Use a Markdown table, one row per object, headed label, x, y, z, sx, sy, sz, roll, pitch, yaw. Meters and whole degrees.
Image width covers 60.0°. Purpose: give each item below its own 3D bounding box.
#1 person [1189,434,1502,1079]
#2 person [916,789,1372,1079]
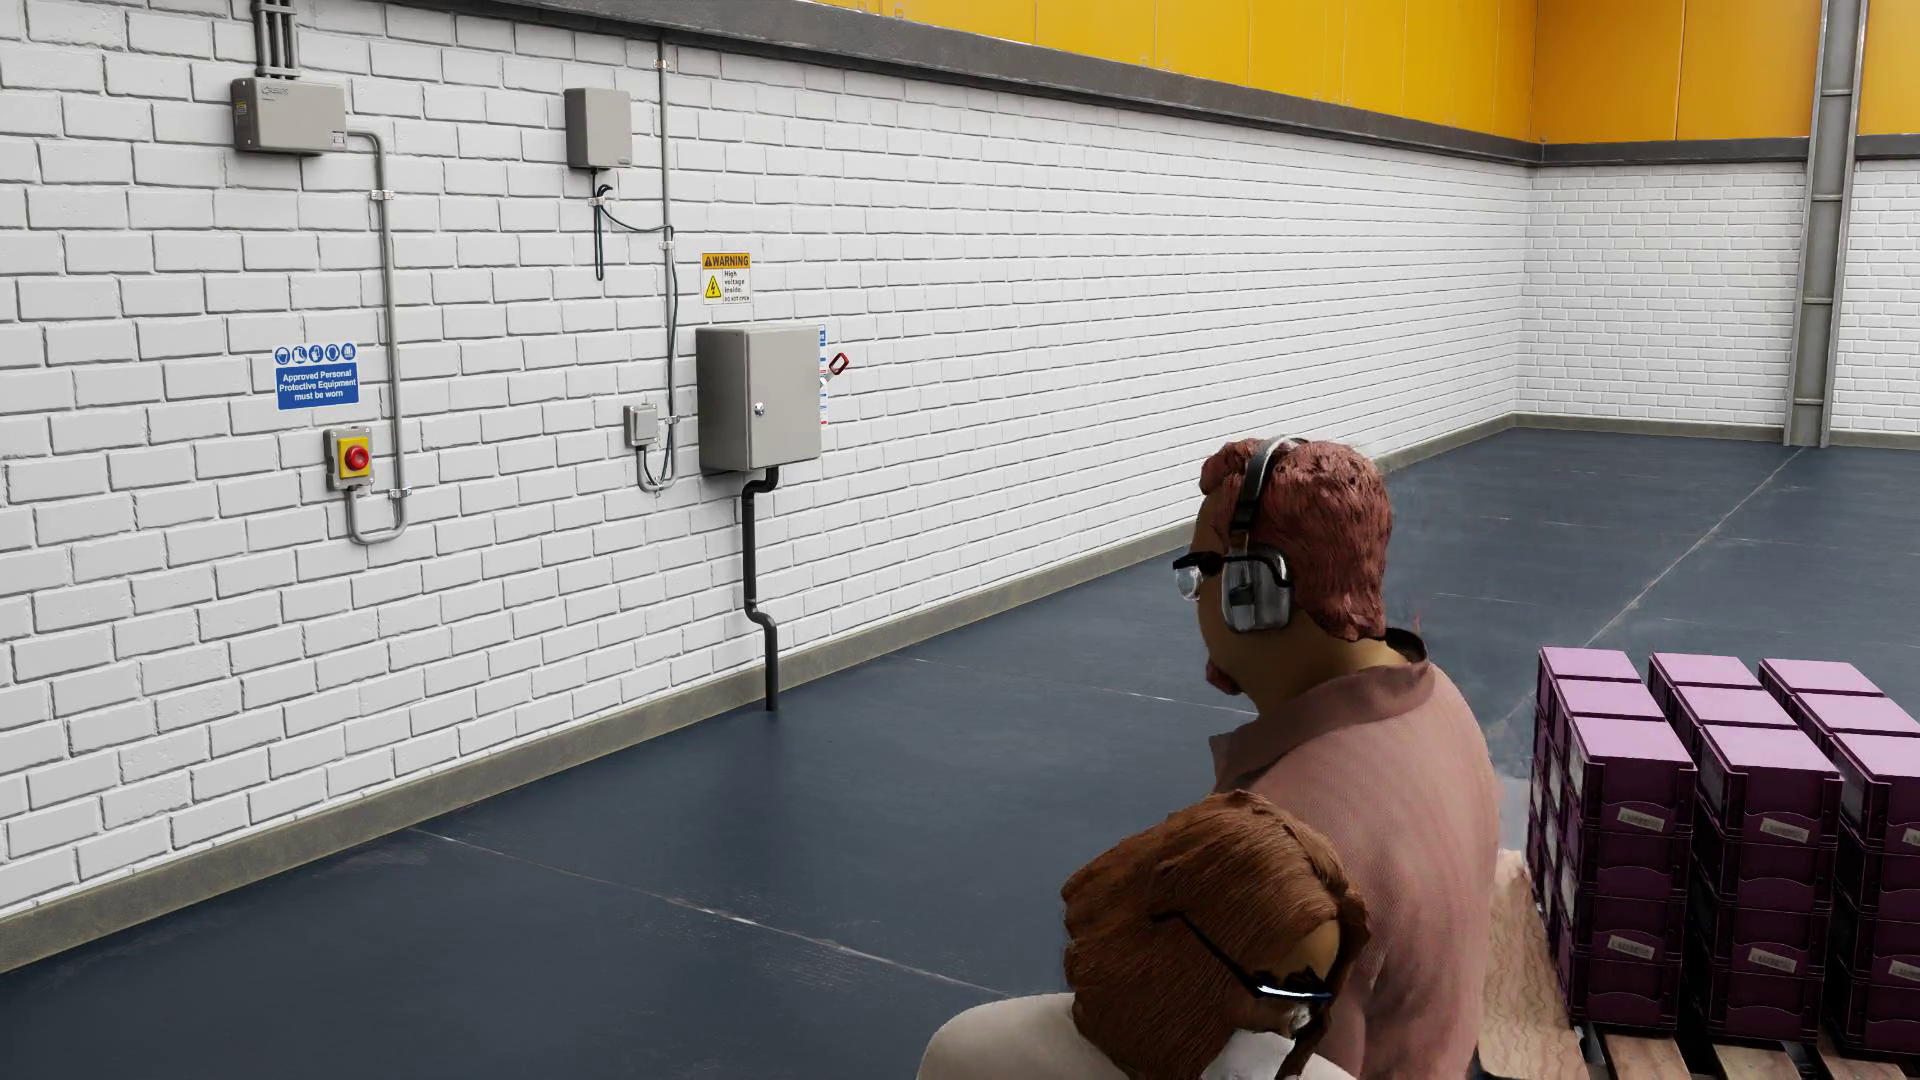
| label | x | y | z | sx | sy | sz | roll | pitch | yaw |
| --- | --- | --- | --- | --- | --- | --- | --- | --- | --- |
| person | 0.384 | 0.819 | 1.952 | 0.439 | 1.882 | 0.664 | 5 | 11 | 24 |
| person | 0.167 | 1.008 | 1.678 | 0.564 | 1.617 | 0.335 | 4 | 11 | 19 |
